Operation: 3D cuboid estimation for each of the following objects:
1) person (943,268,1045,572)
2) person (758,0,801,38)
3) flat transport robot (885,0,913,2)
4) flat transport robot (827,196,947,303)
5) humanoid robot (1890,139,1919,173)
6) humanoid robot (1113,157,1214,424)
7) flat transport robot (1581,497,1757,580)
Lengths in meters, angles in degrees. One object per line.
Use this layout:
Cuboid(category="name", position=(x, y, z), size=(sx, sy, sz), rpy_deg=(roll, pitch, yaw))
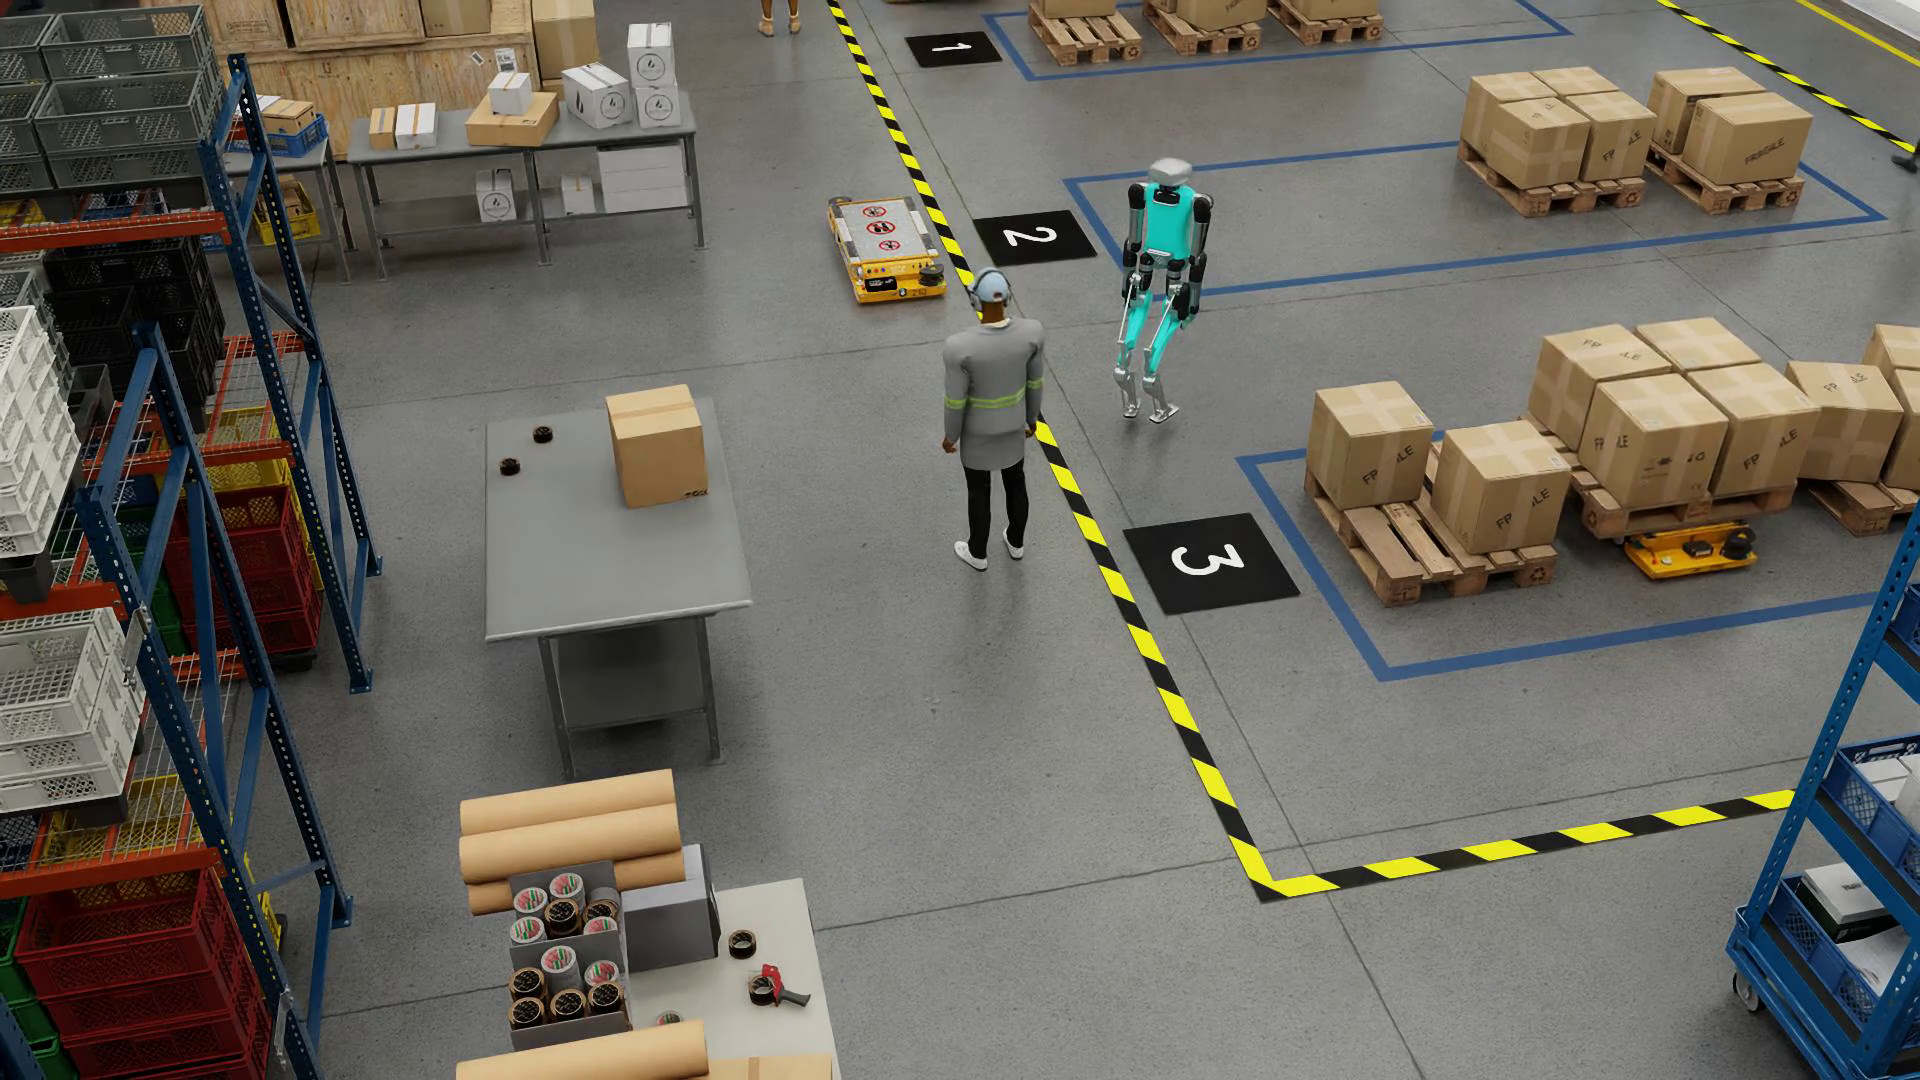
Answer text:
Cuboid(category="person", position=(0.170, -0.655, 9.108), size=(0.586, 1.852, 0.386), rpy_deg=(-14, 39, -18))
Cuboid(category="person", position=(-1.804, -5.868, 15.952), size=(0.607, 2.048, 0.365), rpy_deg=(-10, 38, -13))
Cuboid(category="flat transport robot", position=(-0.142, -5.897, 17.456), size=(1.431, 0.197, 0.652), rpy_deg=(-8, 37, -10))
Cuboid(category="flat transport robot", position=(-0.570, -2.220, 12.538), size=(0.659, 0.231, 1.431), rpy_deg=(-8, 37, -10))
Cuboid(category="humanoid robot", position=(8.088, -3.679, 13.331), size=(0.612, 1.634, 0.656), rpy_deg=(-14, 39, -18))
Cuboid(category="humanoid robot", position=(1.152, -1.446, 10.154), size=(0.533, 1.677, 0.735), rpy_deg=(18, 40, 22))
Cuboid(category="flat transport robot", position=(4.060, -0.299, 9.932), size=(0.652, 0.197, 1.431), rpy_deg=(-8, 37, -10))
